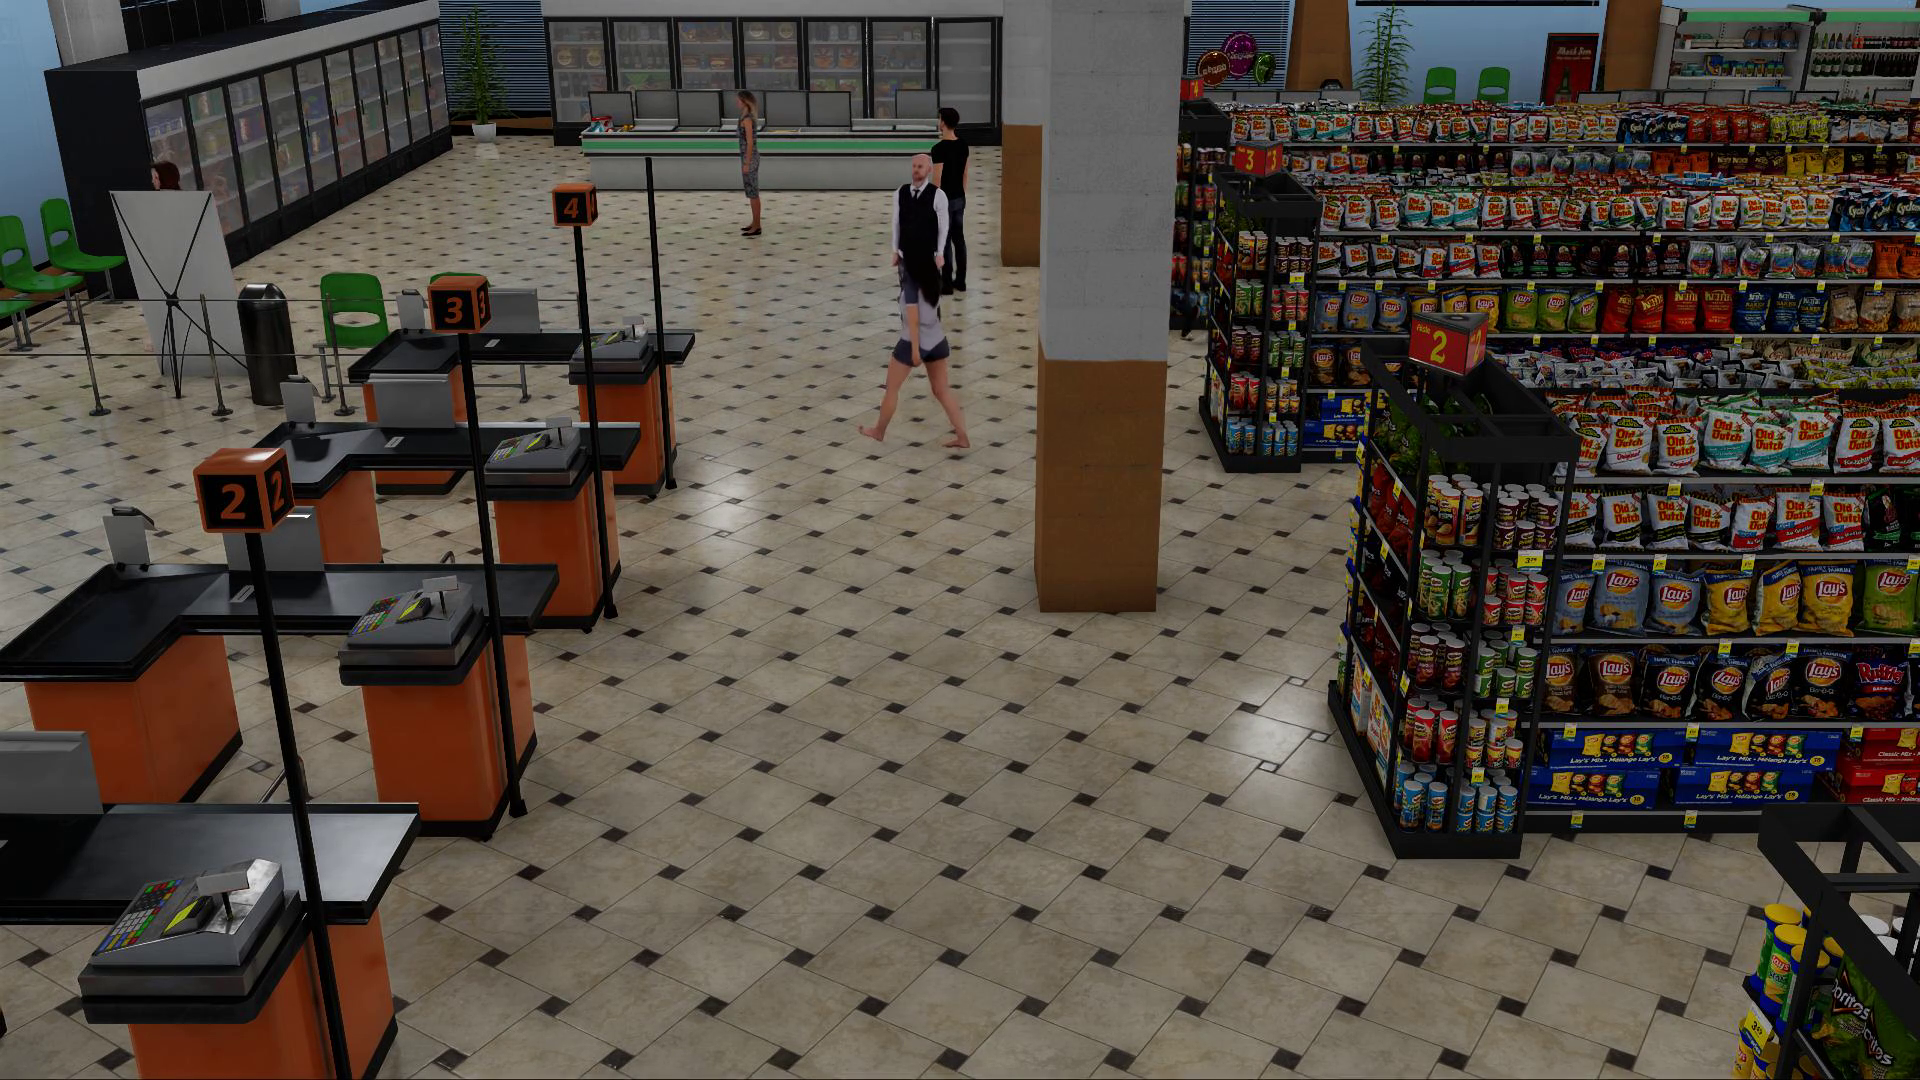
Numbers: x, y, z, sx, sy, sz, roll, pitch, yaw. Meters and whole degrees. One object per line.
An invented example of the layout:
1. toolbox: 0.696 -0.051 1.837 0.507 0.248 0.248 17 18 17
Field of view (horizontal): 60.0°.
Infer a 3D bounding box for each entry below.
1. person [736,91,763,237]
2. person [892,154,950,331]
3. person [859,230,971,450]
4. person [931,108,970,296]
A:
1. person: -2.526 -4.558 20.098 0.516 1.704 0.577 -2 22 -5
2. person: -0.357 -2.535 14.903 0.675 1.823 0.828 8 23 20
3. person: -0.215 -1.423 12.373 1.218 1.647 1.027 13 25 30
4. person: -0.105 -3.509 17.231 0.812 1.897 0.758 19 29 40
